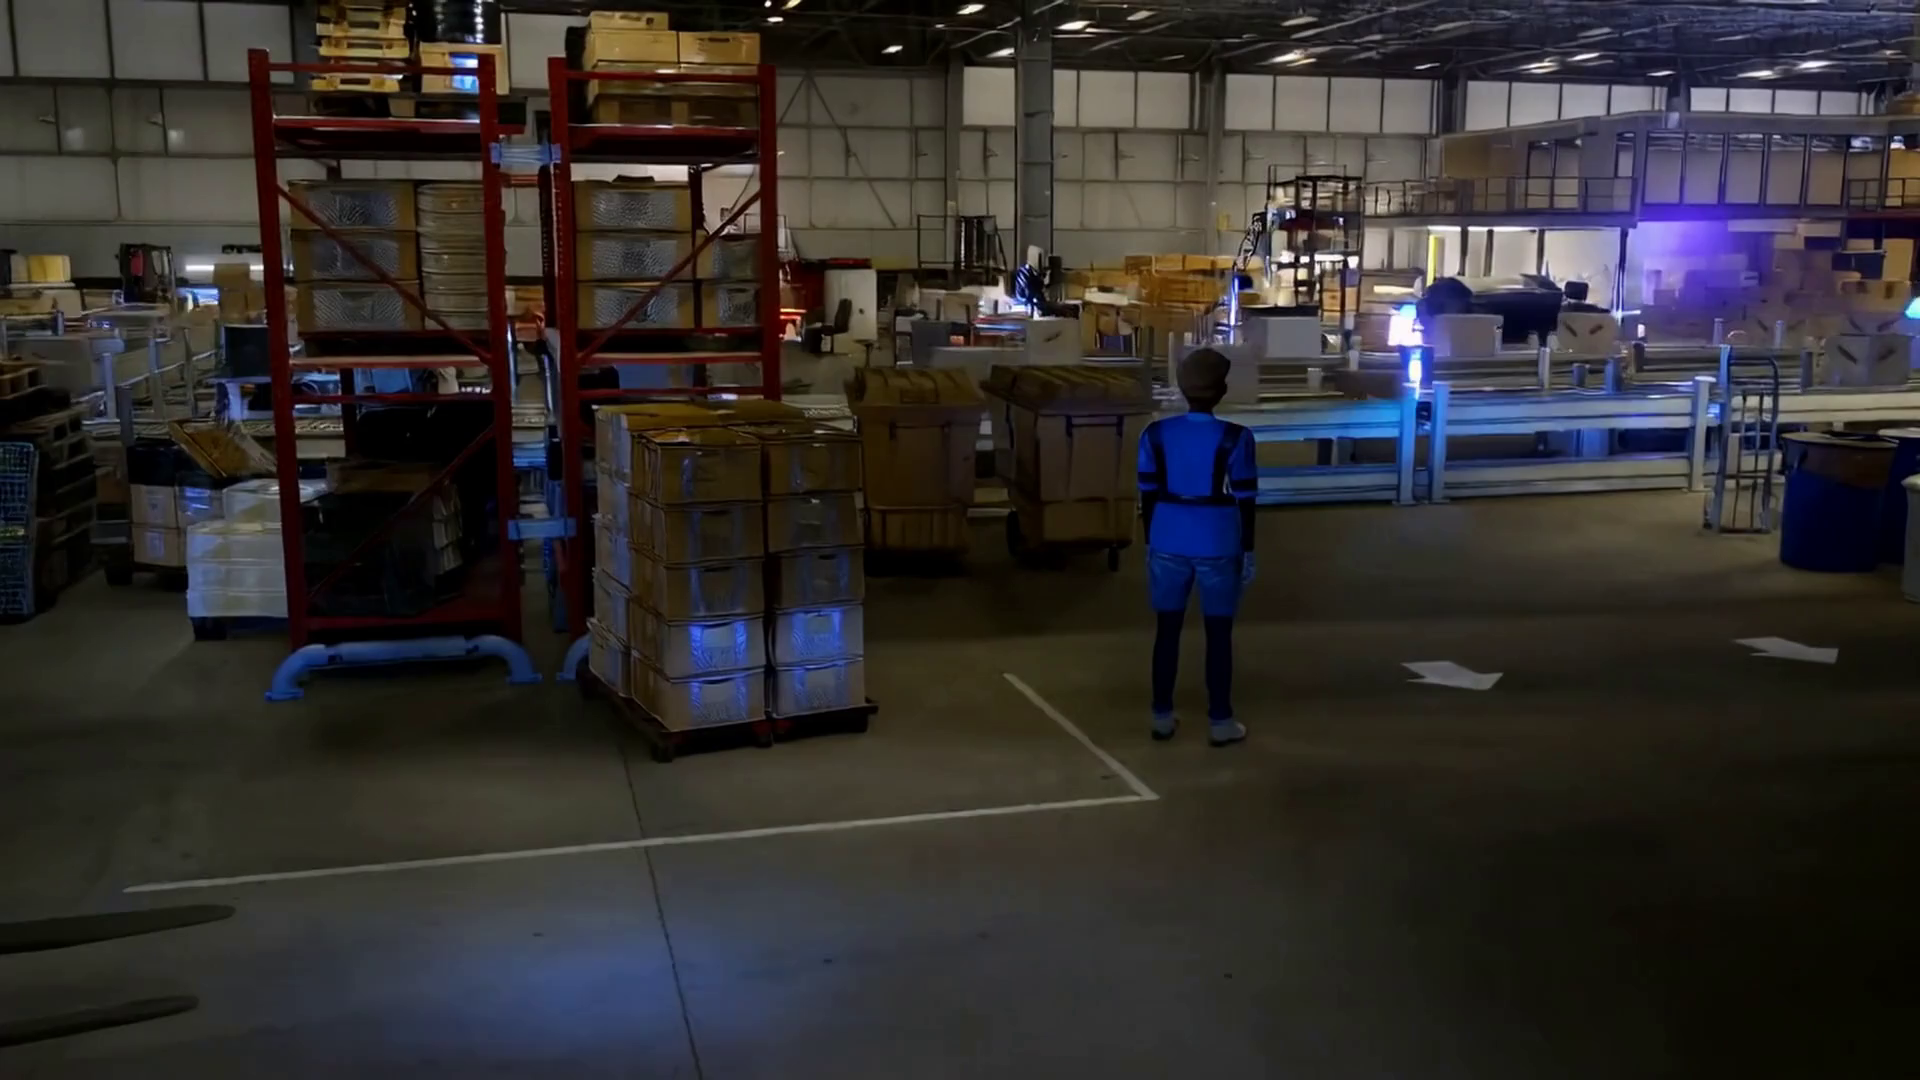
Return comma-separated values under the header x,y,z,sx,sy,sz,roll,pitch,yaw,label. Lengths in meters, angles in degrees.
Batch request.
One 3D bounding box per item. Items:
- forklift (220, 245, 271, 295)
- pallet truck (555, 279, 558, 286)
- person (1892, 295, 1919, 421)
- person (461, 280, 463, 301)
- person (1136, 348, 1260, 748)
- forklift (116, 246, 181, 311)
x,y,z,sx,sy,sz,roll,pitch,yaw,label
-17.749,-6.334,41.440,1.157,1.987,2.680,-3,10,-17,forklift
-10.604,-6.375,44.520,0.653,1.274,1.630,-3,10,-15,pallet truck
10.350,-1.834,17.934,0.782,1.598,0.525,-3,10,-15,person
-11.671,-5.512,38.077,0.668,1.848,1.012,7,12,36,person
1.016,0.035,7.104,0.540,1.695,0.317,5,11,28,person
-19.966,-6.232,40.894,1.157,1.987,2.680,-3,10,-15,forklift
